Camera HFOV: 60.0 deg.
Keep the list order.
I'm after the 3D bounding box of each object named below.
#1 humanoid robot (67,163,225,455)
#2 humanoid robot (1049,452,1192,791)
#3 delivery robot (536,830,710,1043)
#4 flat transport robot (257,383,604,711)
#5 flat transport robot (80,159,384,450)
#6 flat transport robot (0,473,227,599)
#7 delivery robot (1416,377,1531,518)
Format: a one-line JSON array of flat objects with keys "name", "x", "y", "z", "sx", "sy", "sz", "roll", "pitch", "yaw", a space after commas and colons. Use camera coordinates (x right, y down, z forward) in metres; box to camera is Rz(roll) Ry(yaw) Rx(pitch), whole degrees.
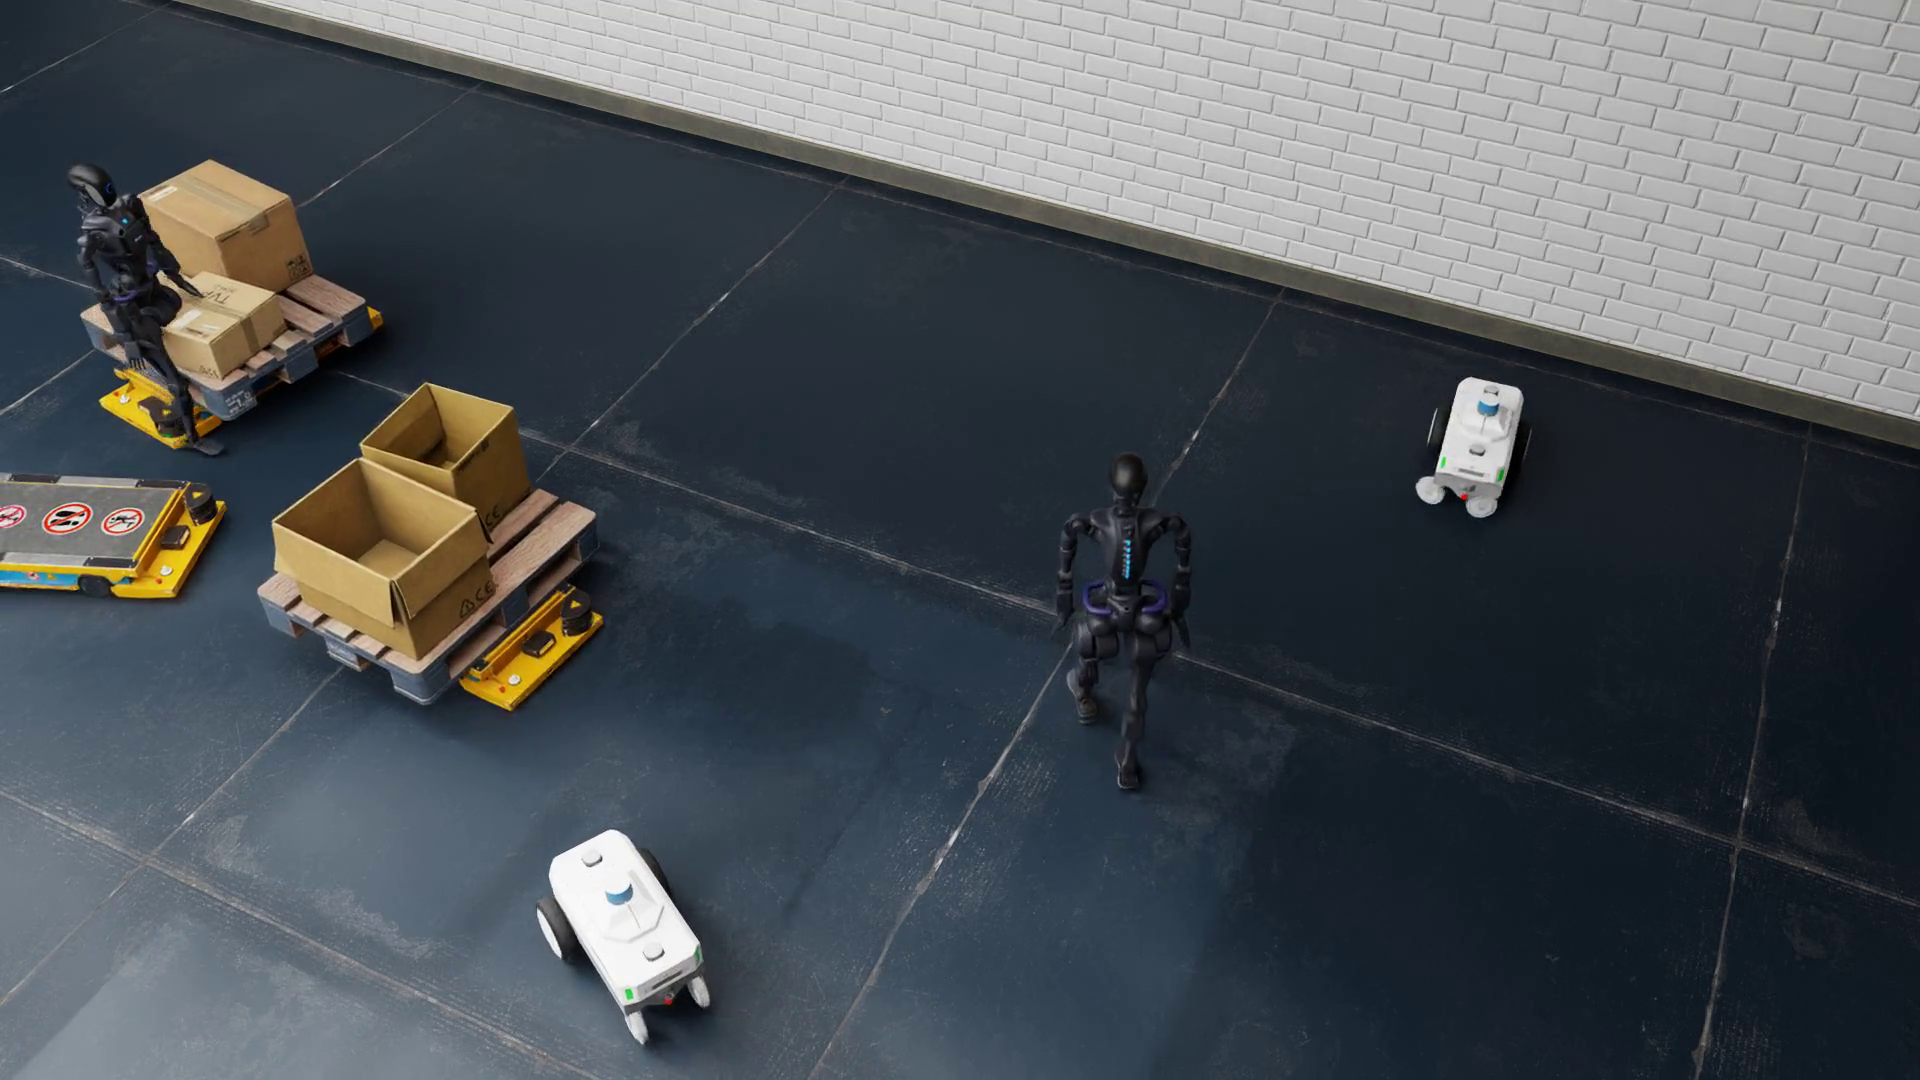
[{"name": "humanoid robot", "x": -4.127, "y": -1.204, "z": 8.516, "sx": 0.395, "sy": 1.655, "sz": 0.601, "roll": 7, "pitch": 43, "yaw": 8}, {"name": "humanoid robot", "x": 0.677, "y": 0.281, "z": 6.932, "sx": 0.596, "sy": 1.628, "sz": 0.727, "roll": -1, "pitch": 43, "yaw": -1}, {"name": "delivery robot", "x": -1.284, "y": 1.495, "z": 6.423, "sx": 0.499, "sy": 0.583, "sz": 0.767, "roll": -25, "pitch": 49, "yaw": -25}, {"name": "flat transport robot", "x": -2.477, "y": 0.292, "z": 7.940, "sx": 1.431, "sy": 0.231, "sz": 0.659, "roll": 22, "pitch": 47, "yaw": 22}, {"name": "flat transport robot", "x": -4.045, "y": -1.053, "z": 9.392, "sx": 0.659, "sy": 0.231, "sz": 1.431, "roll": 25, "pitch": 48, "yaw": 25}, {"name": "flat transport robot", "x": -4.490, "y": -0.024, "z": 8.281, "sx": 1.431, "sy": 0.231, "sz": 0.659, "roll": 3, "pitch": 43, "yaw": 3}, {"name": "delivery robot", "x": 2.673, "y": -0.511, "z": 8.611, "sx": 0.520, "sy": 0.614, "sz": 0.785, "roll": 14, "pitch": 45, "yaw": 15}]
